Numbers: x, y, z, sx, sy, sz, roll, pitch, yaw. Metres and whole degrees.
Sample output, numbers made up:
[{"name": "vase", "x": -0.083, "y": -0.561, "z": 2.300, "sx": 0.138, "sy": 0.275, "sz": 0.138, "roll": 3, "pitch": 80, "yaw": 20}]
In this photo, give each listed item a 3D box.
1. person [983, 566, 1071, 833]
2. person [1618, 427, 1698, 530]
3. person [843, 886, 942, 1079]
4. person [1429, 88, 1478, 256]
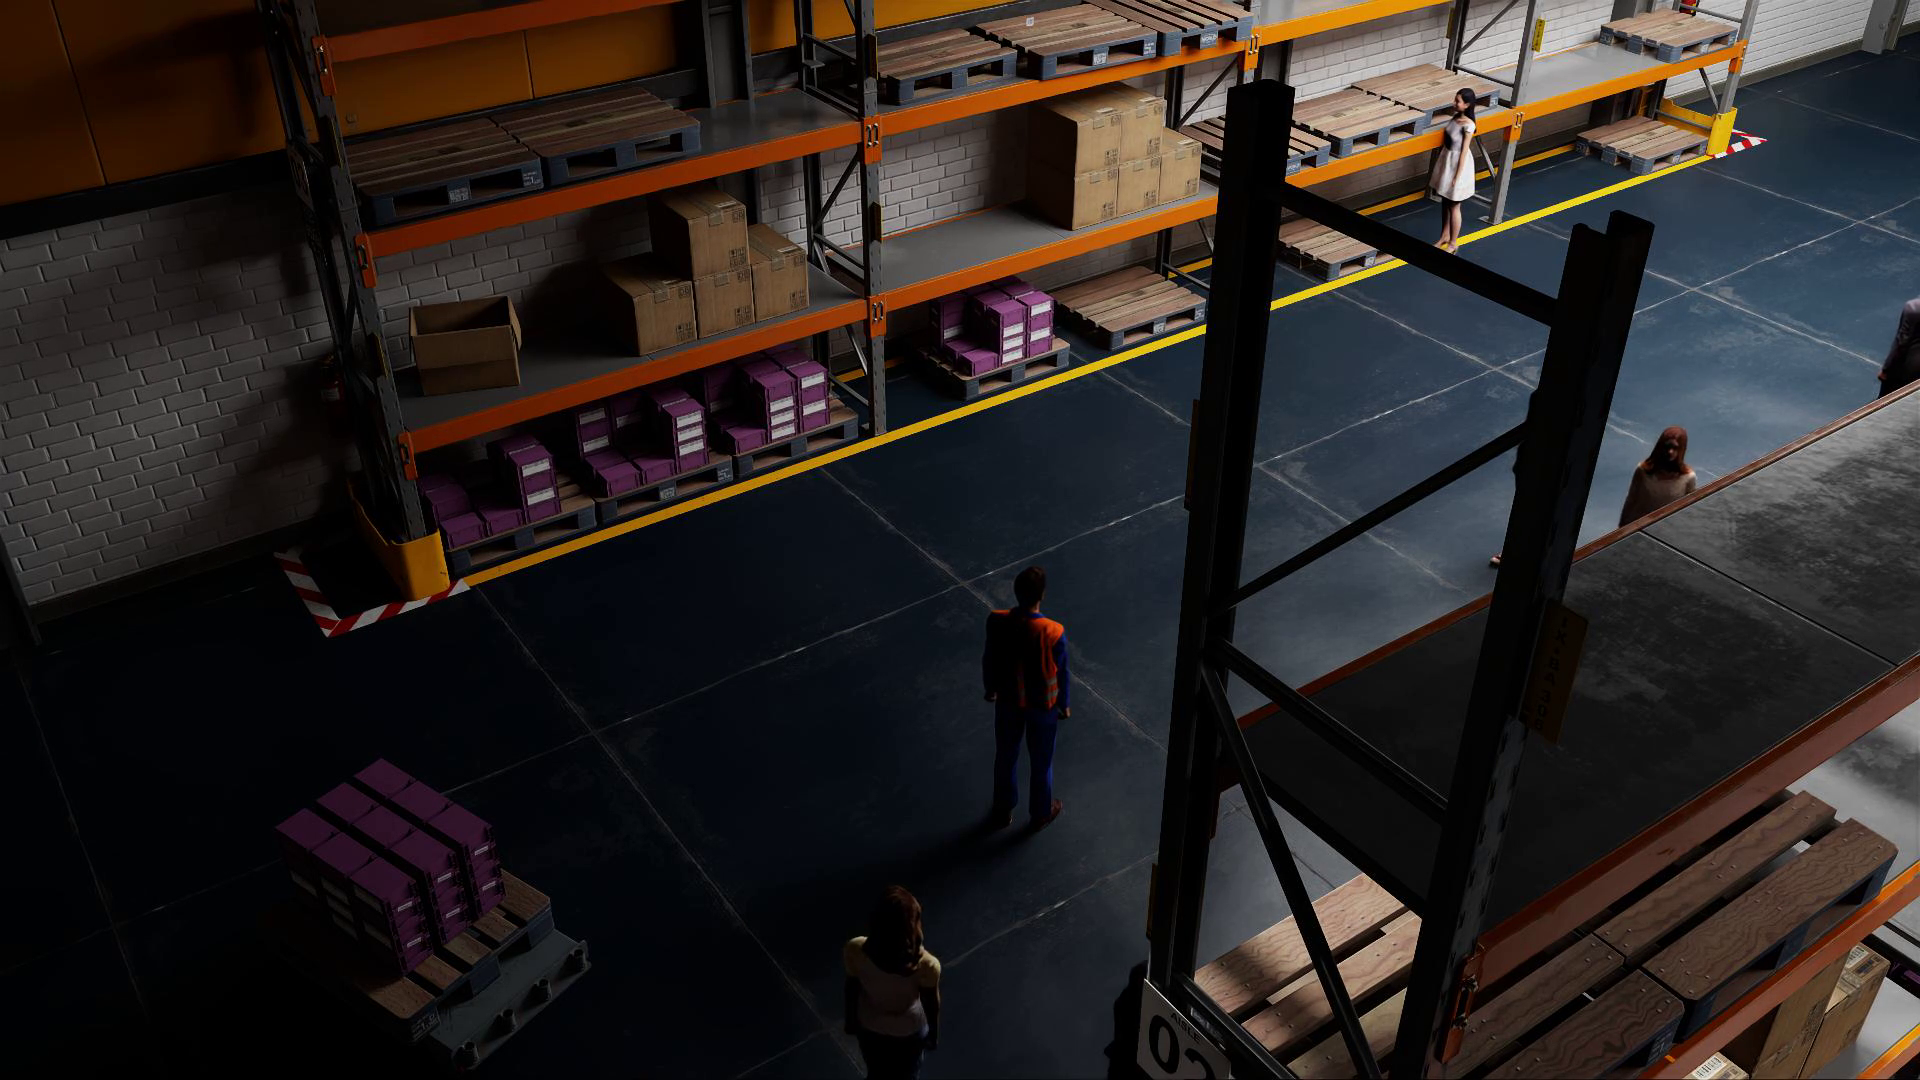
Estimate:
[{"name": "person", "x": 0.395, "y": 0.944, "z": 9.859, "sx": 0.792, "sy": 1.864, "sz": 0.812, "roll": 11, "pitch": 35, "yaw": 17}, {"name": "person", "x": 4.793, "y": -0.077, "z": 11.543, "sx": 0.735, "sy": 1.701, "sz": 0.792, "roll": 14, "pitch": 36, "yaw": 21}, {"name": "person", "x": -0.335, "y": 2.364, "z": 7.862, "sx": 0.902, "sy": 1.710, "sz": 0.958, "roll": 5, "pitch": 34, "yaw": 7}, {"name": "person", "x": 5.054, "y": -3.755, "z": 17.014, "sx": 0.794, "sy": 1.769, "sz": 0.773, "roll": -3, "pitch": 34, "yaw": -5}]
